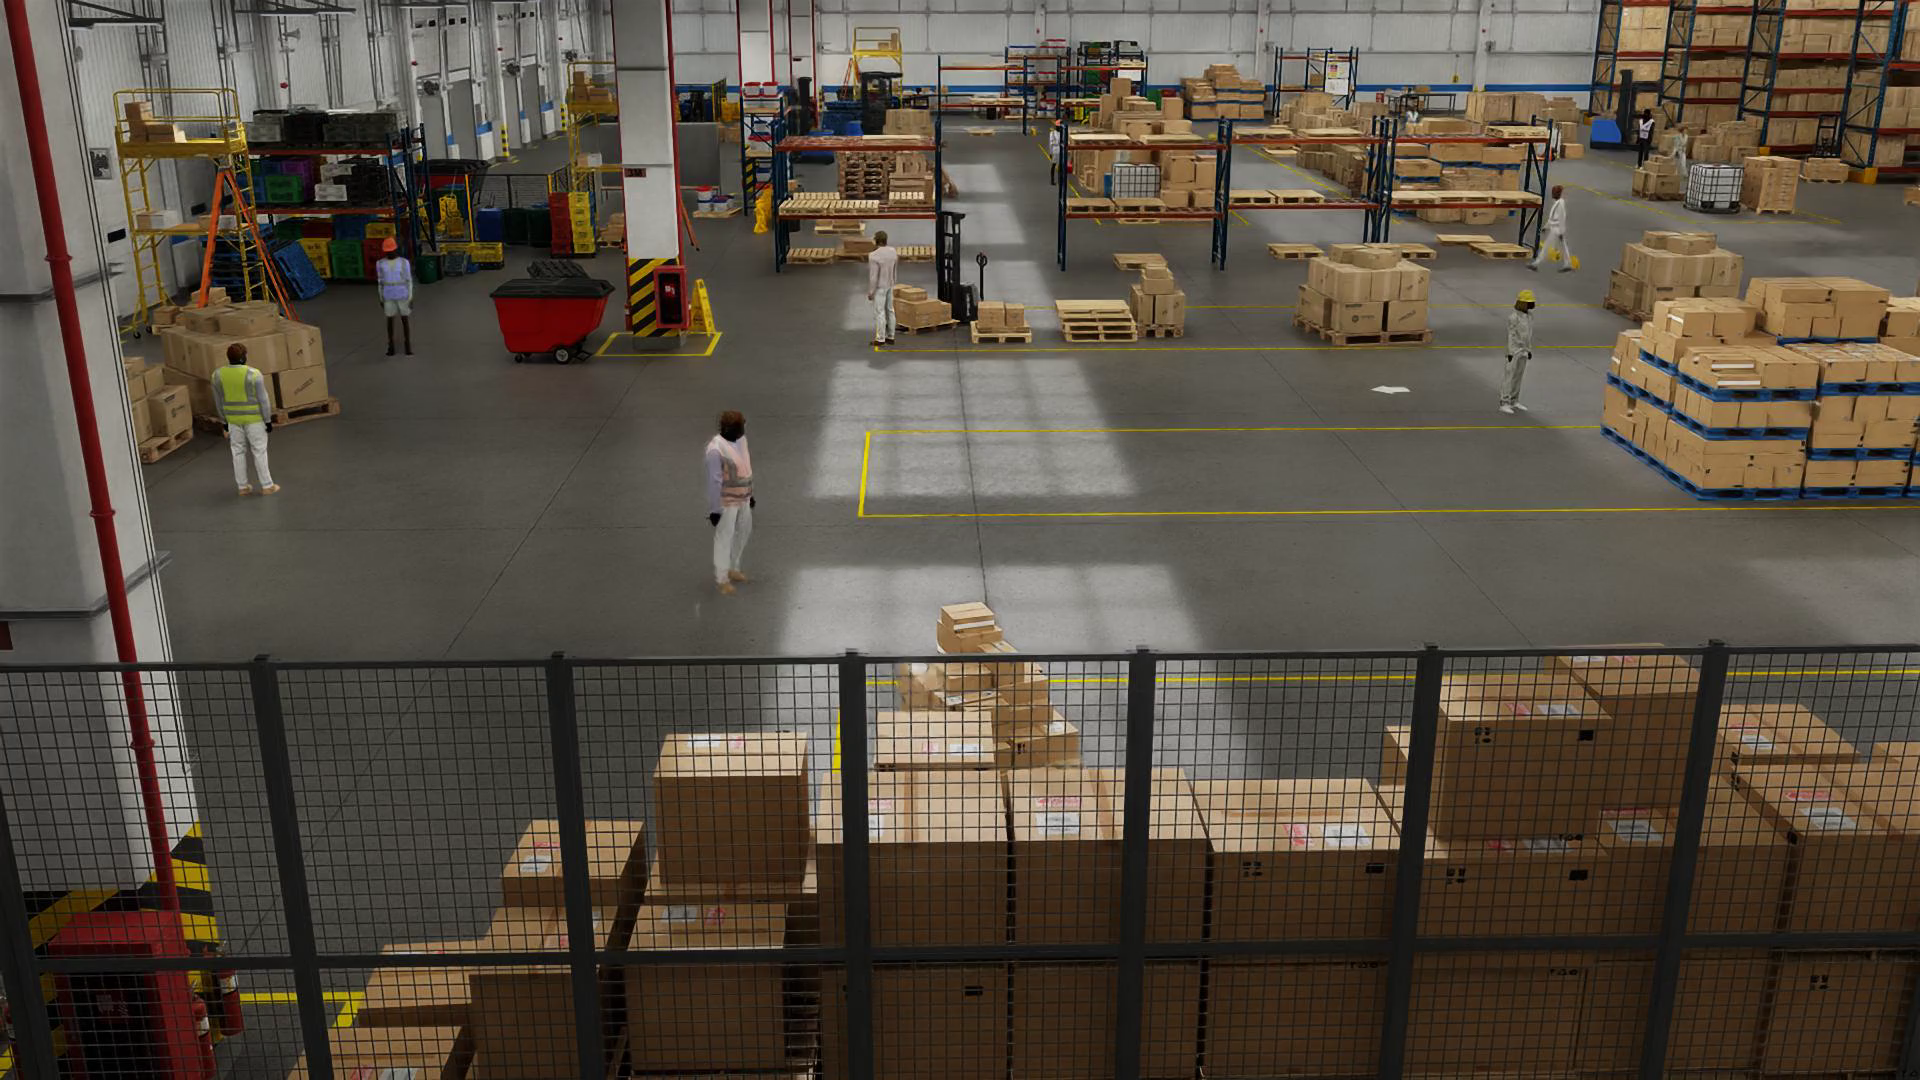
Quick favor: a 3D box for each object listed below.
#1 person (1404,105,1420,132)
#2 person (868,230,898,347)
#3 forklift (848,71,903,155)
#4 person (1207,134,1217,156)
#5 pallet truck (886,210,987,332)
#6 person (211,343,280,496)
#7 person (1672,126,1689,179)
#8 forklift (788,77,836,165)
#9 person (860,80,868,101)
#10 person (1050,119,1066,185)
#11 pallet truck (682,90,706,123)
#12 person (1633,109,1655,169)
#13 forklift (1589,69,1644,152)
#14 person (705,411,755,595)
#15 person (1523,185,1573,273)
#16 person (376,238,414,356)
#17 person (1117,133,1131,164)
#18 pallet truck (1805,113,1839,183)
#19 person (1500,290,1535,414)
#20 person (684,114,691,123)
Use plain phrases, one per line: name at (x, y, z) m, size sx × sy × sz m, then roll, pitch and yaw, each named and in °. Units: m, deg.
person at (16.271, -14.831, 59.841) m, size 0.538 × 1.585 × 0.851 m, roll -4°, pitch 19°, yaw -13°
person at (-1.301, -4.199, 27.780) m, size 0.372 × 1.940 × 0.630 m, roll 14°, pitch 23°, yaw 37°
forklift at (-3.026, -14.993, 58.349) m, size 1.129 × 2.768 × 1.873 m, roll -14°, pitch 23°, yaw -37°
person at (6.886, -10.194, 45.671) m, size 0.980 × 1.865 × 0.579 m, roll 6°, pitch 20°, yaw 17°
pallet truck at (-0.493, -4.759, 29.349) m, size 1.885 × 1.965 × 0.823 m, roll -13°, pitch 23°, yaw -34°
person at (-8.448, -1.424, 19.697) m, size 0.633 × 1.843 × 0.429 m, roll 0°, pitch 19°, yaw 1°
person at (22.198, -11.930, 51.255) m, size 0.529 × 1.591 × 0.875 m, roll -6°, pitch 20°, yaw -18°
forklift at (-5.106, -13.900, 55.106) m, size 1.873 × 2.768 × 1.129 m, roll -1°, pitch 19°, yaw -1°
person at (-4.158, -19.102, 72.015) m, size 0.367 × 1.932 × 0.623 m, roll -2°, pitch 19°, yaw -5°
person at (2.946, -11.594, 49.717) m, size 0.549 × 1.936 × 0.376 m, roll -7°, pitch 20°, yaw -19°
pallet truck at (-9.671, -15.907, 62.421) m, size 0.823 × 1.965 × 1.885 m, roll 5°, pitch 19°, yaw 15°
person at (22.207, -12.994, 53.920) m, size 0.397 × 1.911 × 0.587 m, roll -8°, pitch 20°, yaw -24°
forklift at (23.763, -15.431, 59.648) m, size 1.873 × 2.768 × 1.129 m, roll 9°, pitch 21°, yaw 25°
person at (-2.292, -0.399, 16.682) m, size 0.430 × 1.827 × 0.699 m, roll 7°, pitch 20°, yaw 21°
person at (12.416, -6.493, 34.759) m, size 1.031 × 1.826 × 0.570 m, roll 6°, pitch 20°, yaw 17°
person at (-9.192, -3.962, 27.114) m, size 0.550 × 1.923 × 0.401 m, roll -3°, pitch 19°, yaw -8°
person at (4.543, -10.150, 45.464) m, size 0.789 × 1.910 × 0.630 m, roll 0°, pitch 19°, yaw 1°
pallet truck at (26.403, -11.957, 50.702) m, size 0.823 × 1.965 × 1.885 m, roll 6°, pitch 19°, yaw 16°
person at (7.931, -2.674, 23.554) m, size 0.485 × 1.745 × 0.296 m, roll -13°, pitch 22°, yaw -33°
person at (-8.938, -13.143, 54.685) m, size 0.318 × 1.697 × 0.533 m, roll 3°, pitch 19°, yaw 8°
